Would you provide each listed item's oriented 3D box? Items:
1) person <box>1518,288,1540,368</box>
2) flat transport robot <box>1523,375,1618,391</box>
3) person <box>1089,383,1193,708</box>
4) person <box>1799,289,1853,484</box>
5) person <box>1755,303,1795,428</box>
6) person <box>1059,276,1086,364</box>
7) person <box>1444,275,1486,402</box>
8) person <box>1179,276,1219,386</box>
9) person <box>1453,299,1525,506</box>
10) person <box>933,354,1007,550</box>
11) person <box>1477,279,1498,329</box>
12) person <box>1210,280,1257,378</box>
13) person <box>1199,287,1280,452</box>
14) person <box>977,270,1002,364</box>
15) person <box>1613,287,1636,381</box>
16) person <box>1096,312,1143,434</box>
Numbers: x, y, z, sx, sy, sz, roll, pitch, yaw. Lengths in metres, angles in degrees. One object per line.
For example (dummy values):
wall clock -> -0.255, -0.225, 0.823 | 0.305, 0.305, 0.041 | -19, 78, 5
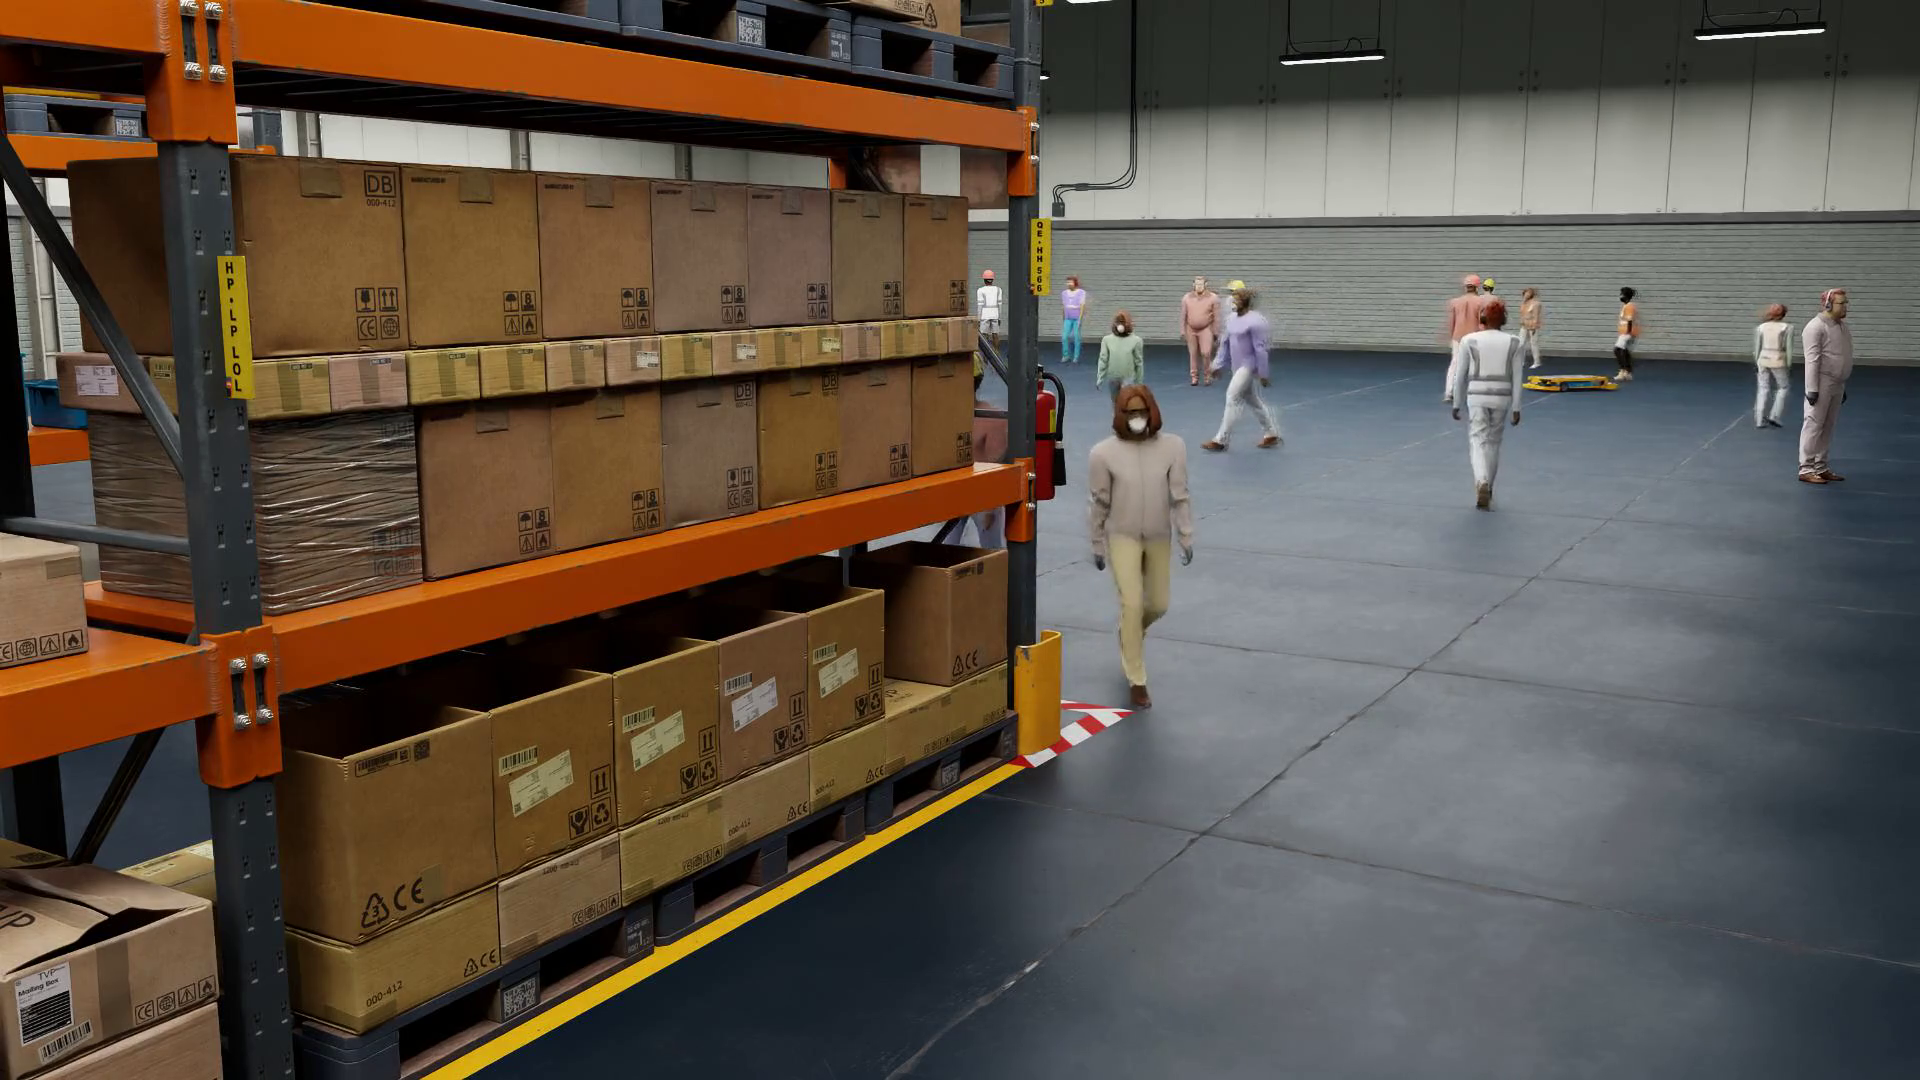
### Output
person -> 11.246, -4.186, 32.923 | 0.770, 1.599, 0.534 | -5, 11, -28
flat transport robot -> 10.123, -2.617, 27.637 | 1.431, 0.197, 0.652 | -3, 10, -16
person -> 0.890, -0.003, 8.411 | 0.510, 1.607, 0.627 | -2, 10, -10
person -> 8.550, -1.512, 16.384 | 0.642, 1.908, 0.407 | -7, 12, -37
person -> 10.545, -2.248, 21.523 | 0.450, 1.621, 0.551 | -7, 12, -34
person -> 2.305, -4.546, 34.431 | 0.563, 1.814, 0.729 | 5, 11, 29
person -> 7.791, -3.087, 25.544 | 0.642, 1.935, 1.066 | 9, 13, 42
person -> 4.093, -3.581, 28.556 | 0.661, 1.885, 0.586 | 3, 10, 18
person -> 4.749, -1.233, 14.947 | 0.586, 1.853, 0.893 | 2, 10, 10
person -> 0.057, -0.235, 9.457 | 0.528, 1.721, 0.905 | 6, 11, 31
person -> 10.584, -4.351, 33.417 | 0.315, 1.769, 0.523 | -10, 14, -44
person -> 4.954, -3.826, 30.273 | 0.912, 1.797, 0.620 | -3, 10, -16
person -> 3.275, -1.949, 19.050 | 1.085, 1.885, 0.618 | -3, 10, -16
person -> 0.600, -4.611, 34.424 | 0.542, 1.943, 0.350 | -4, 10, -21
person -> 11.792, -3.655, 29.579 | 0.471, 1.676, 0.559 | 2, 10, 14
person -> 1.874, -1.857, 19.338 | 0.505, 1.589, 0.866 | 3, 10, 19
